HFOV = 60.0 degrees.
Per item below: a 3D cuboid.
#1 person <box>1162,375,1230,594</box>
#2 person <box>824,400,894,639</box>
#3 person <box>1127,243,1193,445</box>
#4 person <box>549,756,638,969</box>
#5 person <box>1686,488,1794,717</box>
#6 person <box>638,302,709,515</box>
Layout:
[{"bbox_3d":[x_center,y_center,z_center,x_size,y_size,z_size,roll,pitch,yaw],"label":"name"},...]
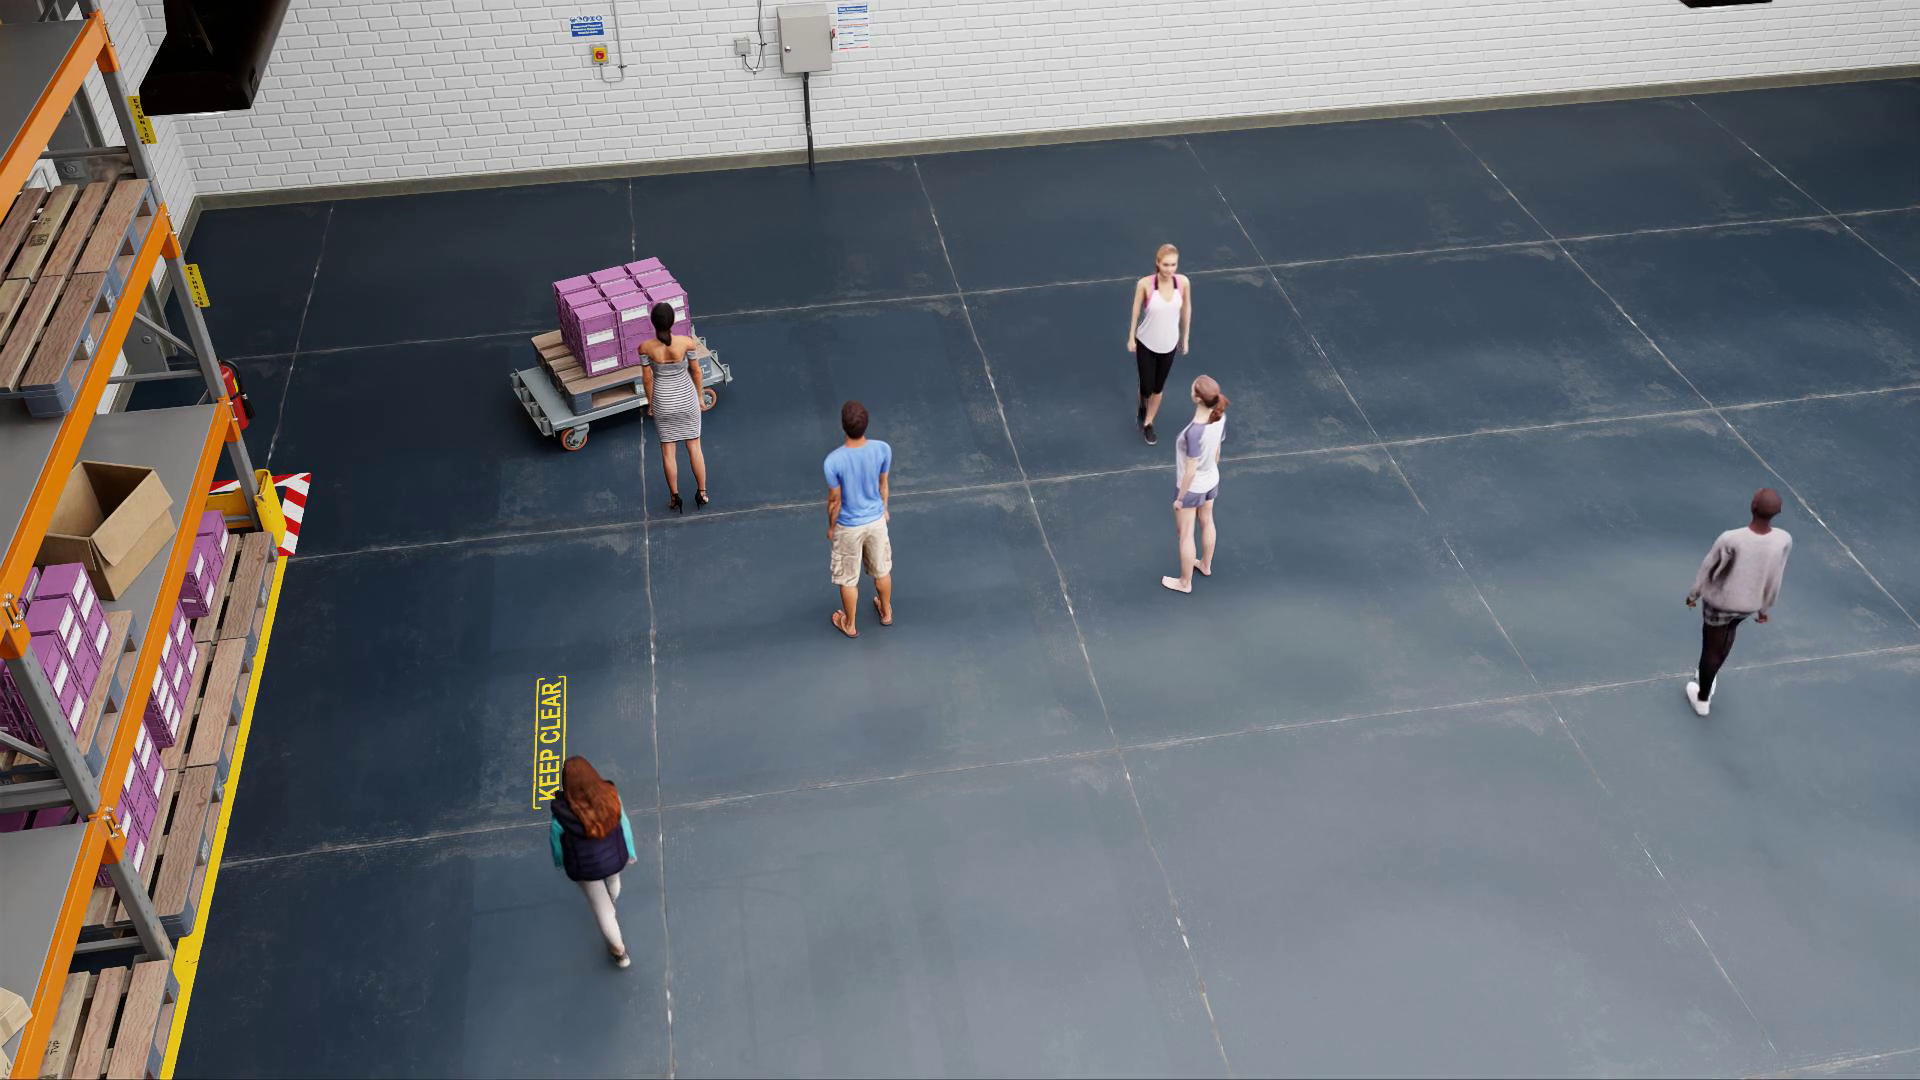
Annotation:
[{"bbox_3d":[1.678,-0.398,11.773,0.718,1.766,0.678,30,47,32],"label":"person"},{"bbox_3d":[-0.684,-0.138,11.369,0.705,1.864,0.661,-18,42,-21],"label":"person"},{"bbox_3d":[1.557,-1.608,13.275,0.628,1.781,0.640,-5,39,-6],"label":"person"},{"bbox_3d":[-1.992,1.820,9.223,0.748,1.481,0.922,-19,42,-22],"label":"person"},{"bbox_3d":[5.004,0.455,10.707,0.706,1.763,0.708,1,39,2],"label":"person"},{"bbox_3d":[-2.128,-0.984,12.460,0.587,1.822,0.526,-7,39,-9],"label":"person"}]
